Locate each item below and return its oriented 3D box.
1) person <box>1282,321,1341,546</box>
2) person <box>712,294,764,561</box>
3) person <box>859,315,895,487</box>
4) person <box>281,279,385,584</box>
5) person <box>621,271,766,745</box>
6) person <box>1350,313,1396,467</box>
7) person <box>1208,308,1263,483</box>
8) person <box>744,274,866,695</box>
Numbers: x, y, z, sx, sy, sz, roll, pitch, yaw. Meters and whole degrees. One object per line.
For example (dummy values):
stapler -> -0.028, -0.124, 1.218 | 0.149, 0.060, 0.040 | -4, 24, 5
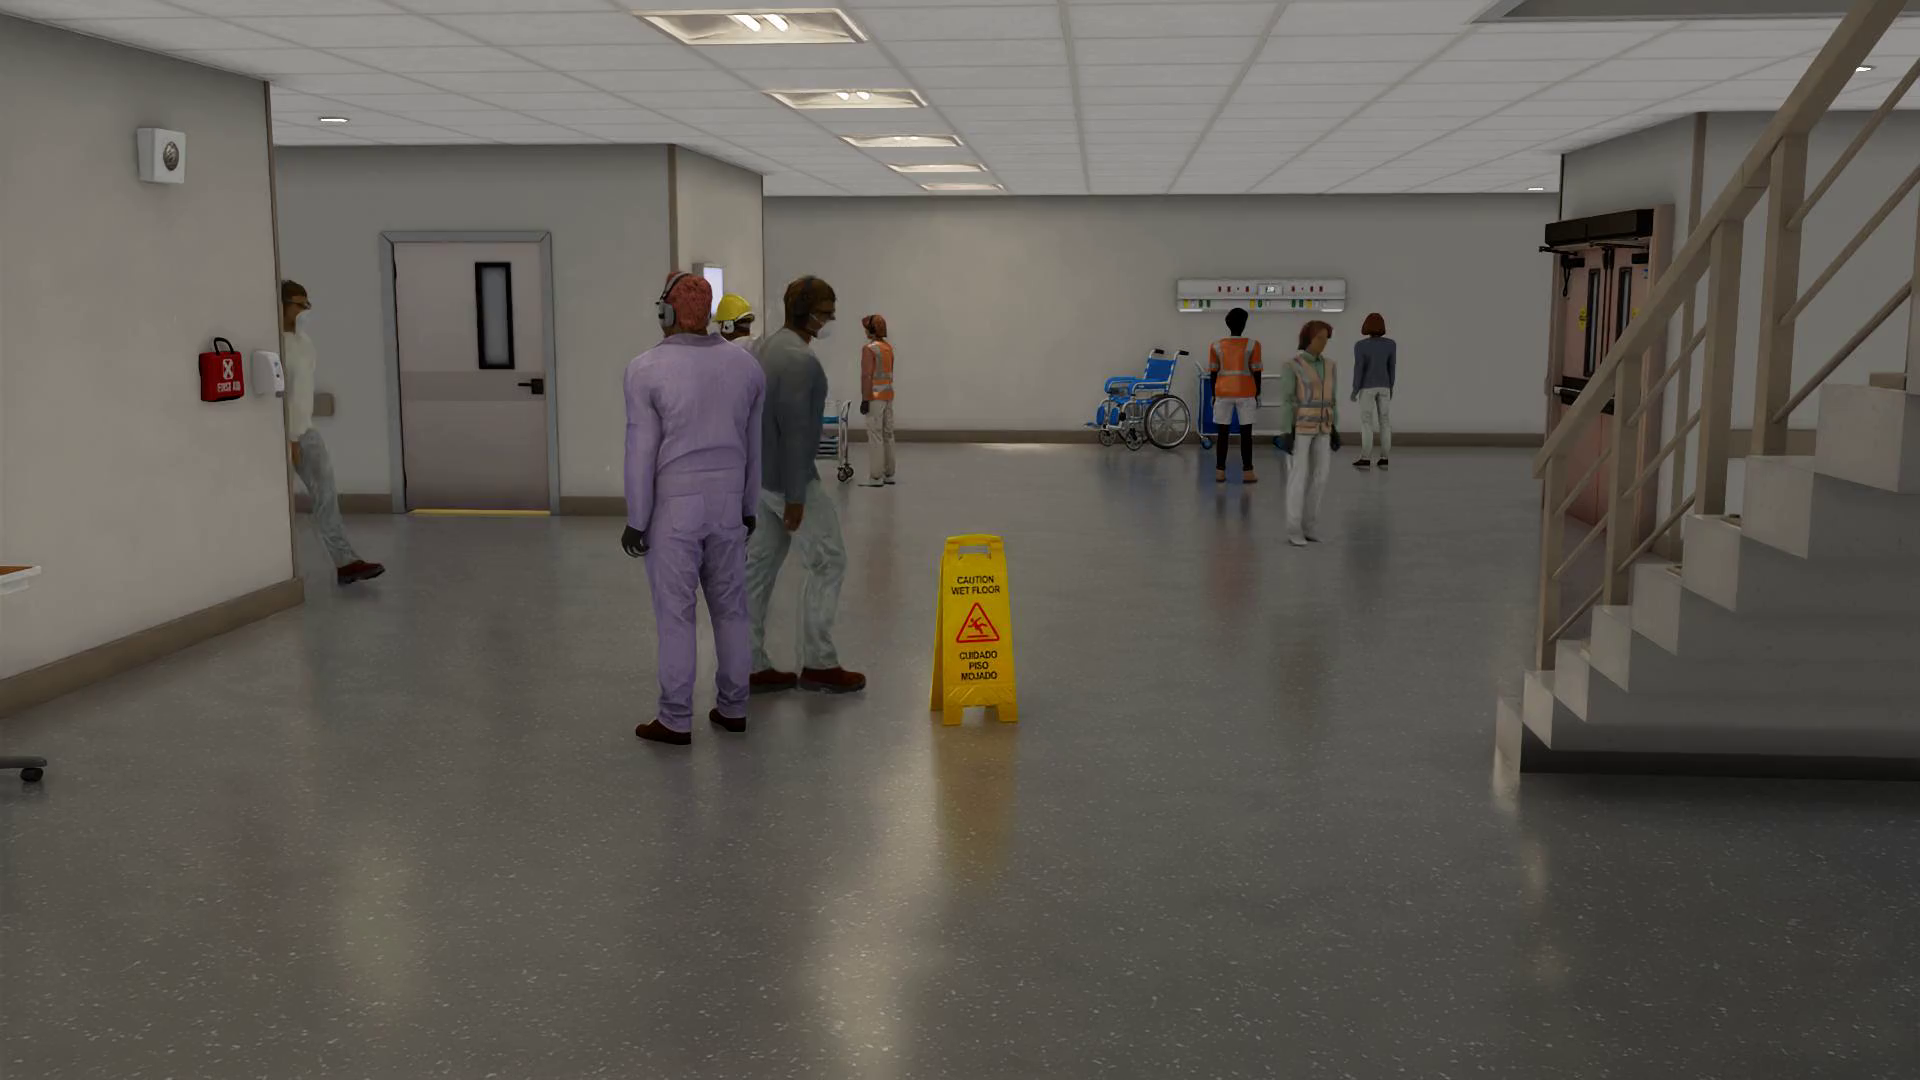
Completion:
person -> 2.538, -0.773, 12.128 | 0.535, 1.637, 0.363 | -5, 10, -32
person -> -1.459, -0.714, 11.067 | 0.403, 1.824, 0.590 | 6, 10, 36
person -> -0.784, -1.323, 15.844 | 0.311, 1.635, 0.514 | 4, 9, 24
person -> -4.023, -0.637, 10.245 | 0.917, 1.899, 0.649 | 1, 8, 9
person -> -1.101, -0.129, 6.778 | 0.642, 1.913, 0.409 | -8, 11, -42
person -> 4.371, -1.582, 17.594 | 0.498, 1.634, 0.281 | -2, 9, -16
person -> 2.665, -1.391, 16.083 | 0.531, 1.698, 0.320 | 3, 9, 21
person -> -0.709, -0.238, 7.533 | 0.727, 1.903, 0.658 | -4, 9, -24
